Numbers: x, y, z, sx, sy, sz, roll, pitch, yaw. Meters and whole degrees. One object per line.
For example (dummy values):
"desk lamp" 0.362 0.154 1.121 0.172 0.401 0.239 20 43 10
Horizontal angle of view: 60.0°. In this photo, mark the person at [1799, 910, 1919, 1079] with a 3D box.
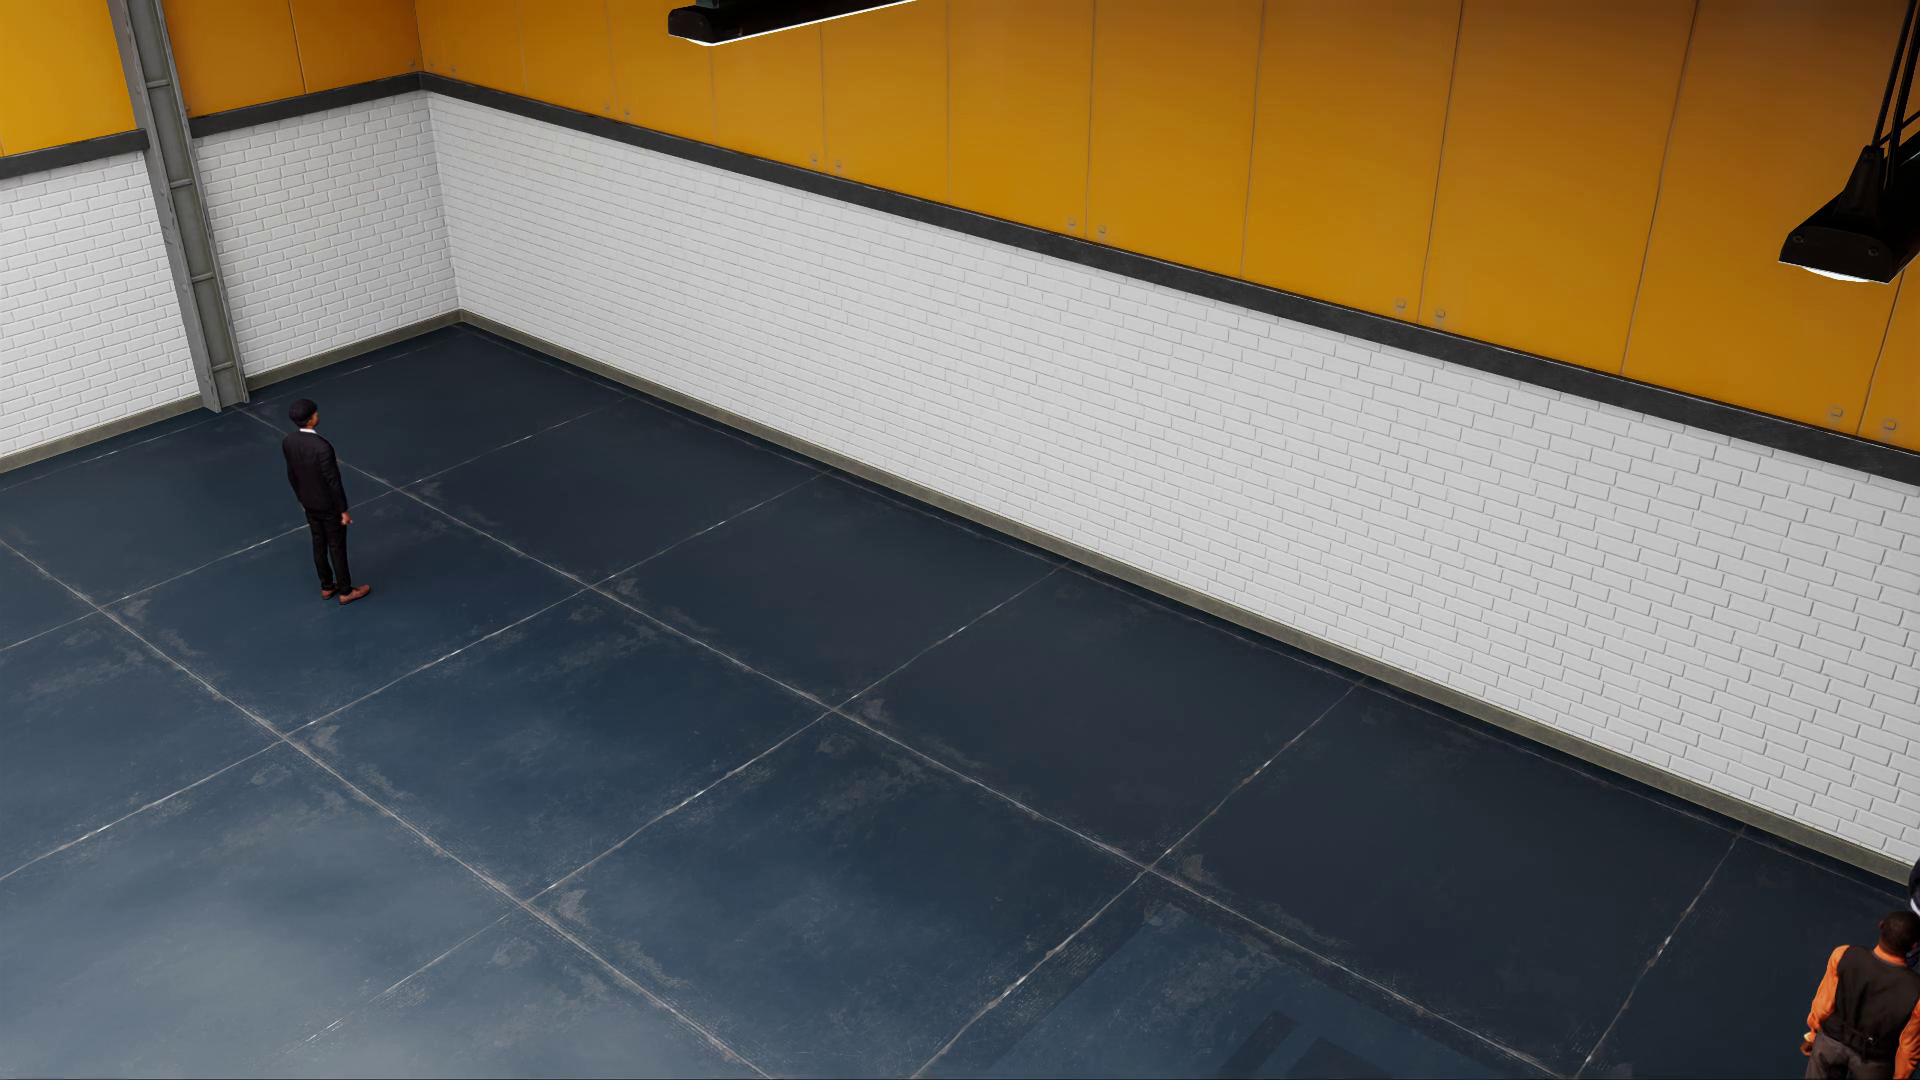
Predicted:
"person" 4.667 2.694 8.673 0.625 1.907 0.716 -25 38 -38

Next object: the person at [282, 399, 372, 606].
"person" -5.475 -0.333 14.246 0.747 1.884 0.644 13 31 23
